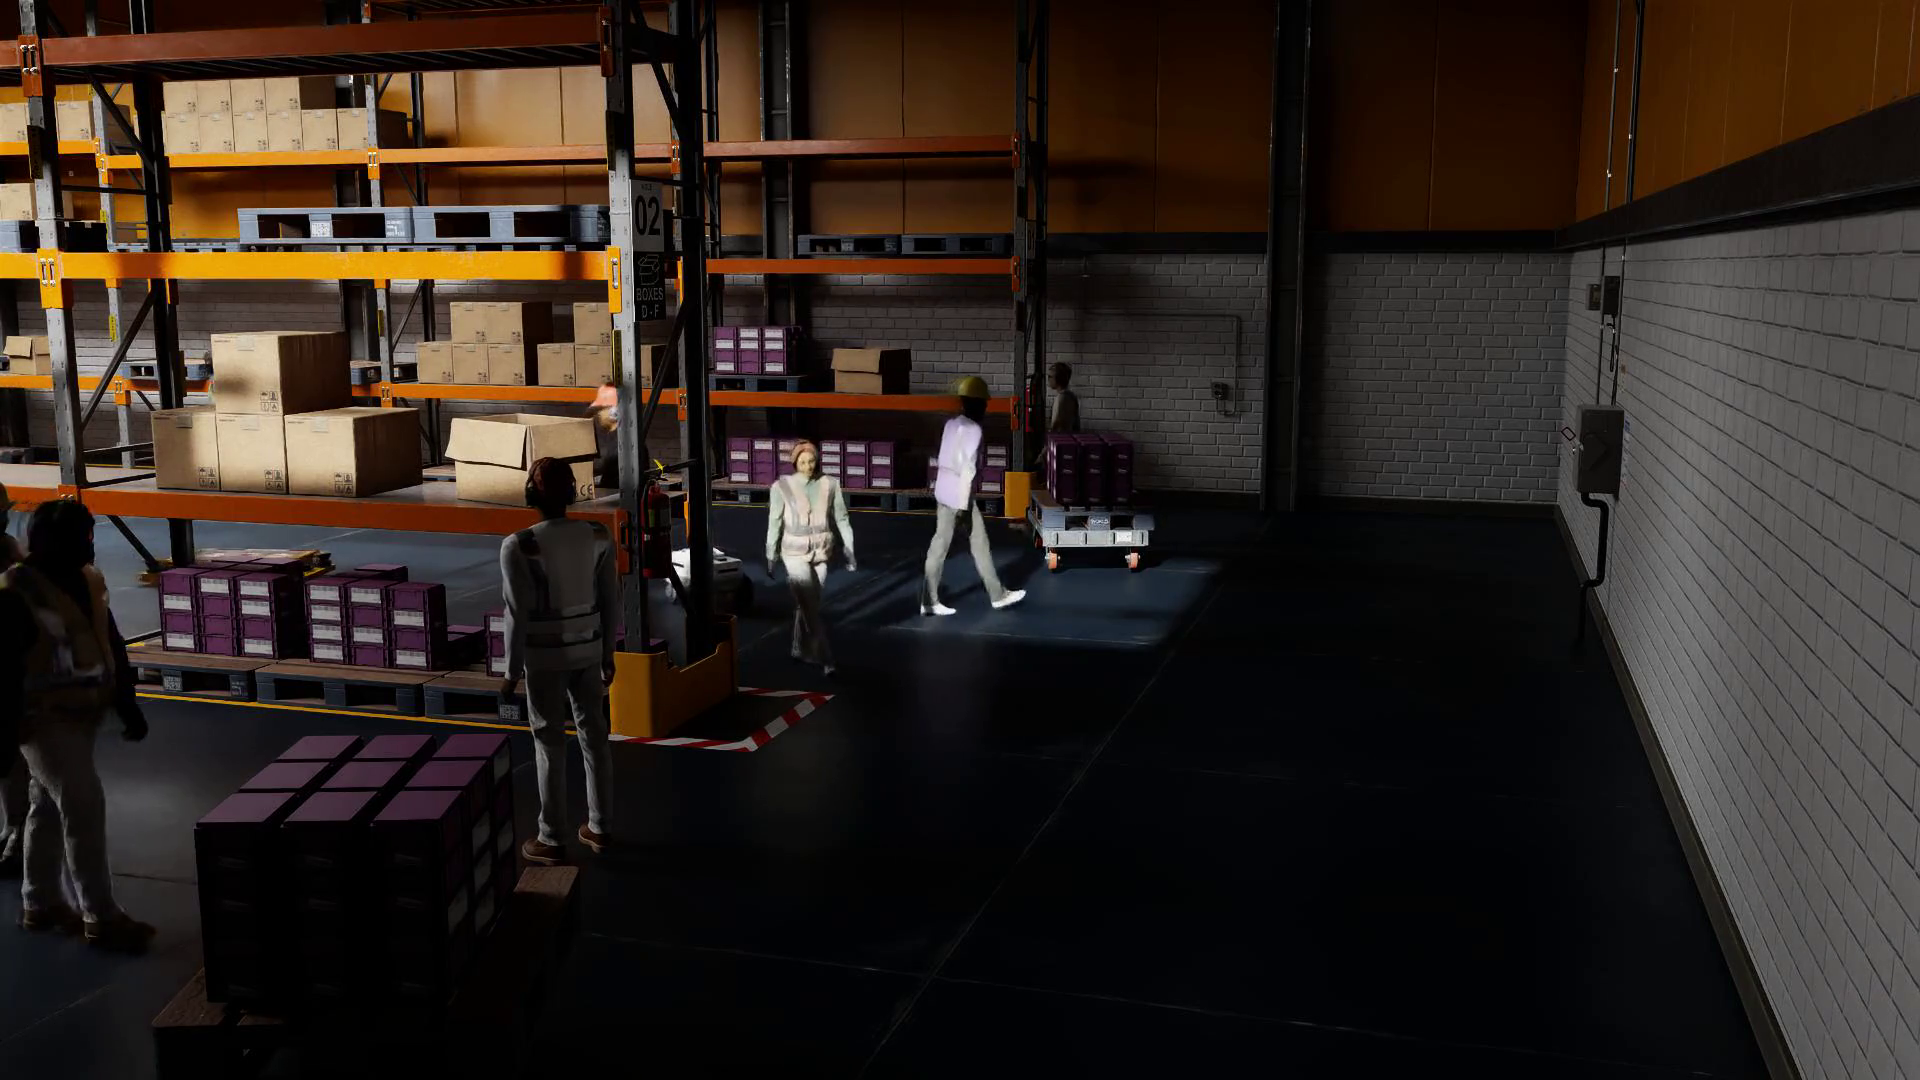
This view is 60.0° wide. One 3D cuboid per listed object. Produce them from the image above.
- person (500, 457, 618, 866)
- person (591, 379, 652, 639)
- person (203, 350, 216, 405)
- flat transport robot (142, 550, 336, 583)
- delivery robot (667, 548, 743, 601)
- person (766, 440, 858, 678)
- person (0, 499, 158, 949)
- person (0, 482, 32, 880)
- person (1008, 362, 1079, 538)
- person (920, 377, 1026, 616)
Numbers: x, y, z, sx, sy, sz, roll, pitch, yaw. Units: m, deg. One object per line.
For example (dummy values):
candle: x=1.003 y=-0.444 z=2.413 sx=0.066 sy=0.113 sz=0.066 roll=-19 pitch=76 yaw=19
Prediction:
person: x=-1.837 y=0.556 z=7.653 sx=0.572 sy=1.883 sz=0.353 roll=-8 pitch=12 yaw=-41
person: x=-2.302 y=-0.113 z=11.413 sx=0.391 sy=1.992 sz=0.619 roll=-1 pitch=9 yaw=-9
person: x=-8.291 y=-1.243 z=18.827 sx=0.445 sy=1.820 sz=0.692 roll=-2 pitch=10 yaw=-13
flat transport robot: x=-6.303 y=0.227 z=14.561 sx=1.431 sy=0.197 sz=0.652 roll=1 pitch=9 yaw=4
delivery robot: x=-2.065 y=0.227 z=13.404 sx=0.477 sy=0.478 sz=0.707 roll=-8 pitch=12 yaw=-41
person: x=-0.983 y=0.120 z=11.163 sx=0.586 sy=1.585 sz=0.807 roll=-5 pitch=11 yaw=-30
person: x=-3.544 y=0.739 z=6.756 sx=0.781 sy=1.811 sz=0.630 roll=0 pitch=9 yaw=0
person: x=-4.353 y=0.606 z=7.500 sx=0.404 sy=1.833 sz=0.590 roll=-5 pitch=11 yaw=-29
person: x=0.979 y=-0.872 z=16.637 sx=0.969 sy=1.794 sz=0.511 roll=2 pitch=9 yaw=10
person: x=0.090 y=-0.339 z=13.126 sx=0.965 sy=1.870 sz=0.602 roll=-5 pitch=10 yaw=-27
